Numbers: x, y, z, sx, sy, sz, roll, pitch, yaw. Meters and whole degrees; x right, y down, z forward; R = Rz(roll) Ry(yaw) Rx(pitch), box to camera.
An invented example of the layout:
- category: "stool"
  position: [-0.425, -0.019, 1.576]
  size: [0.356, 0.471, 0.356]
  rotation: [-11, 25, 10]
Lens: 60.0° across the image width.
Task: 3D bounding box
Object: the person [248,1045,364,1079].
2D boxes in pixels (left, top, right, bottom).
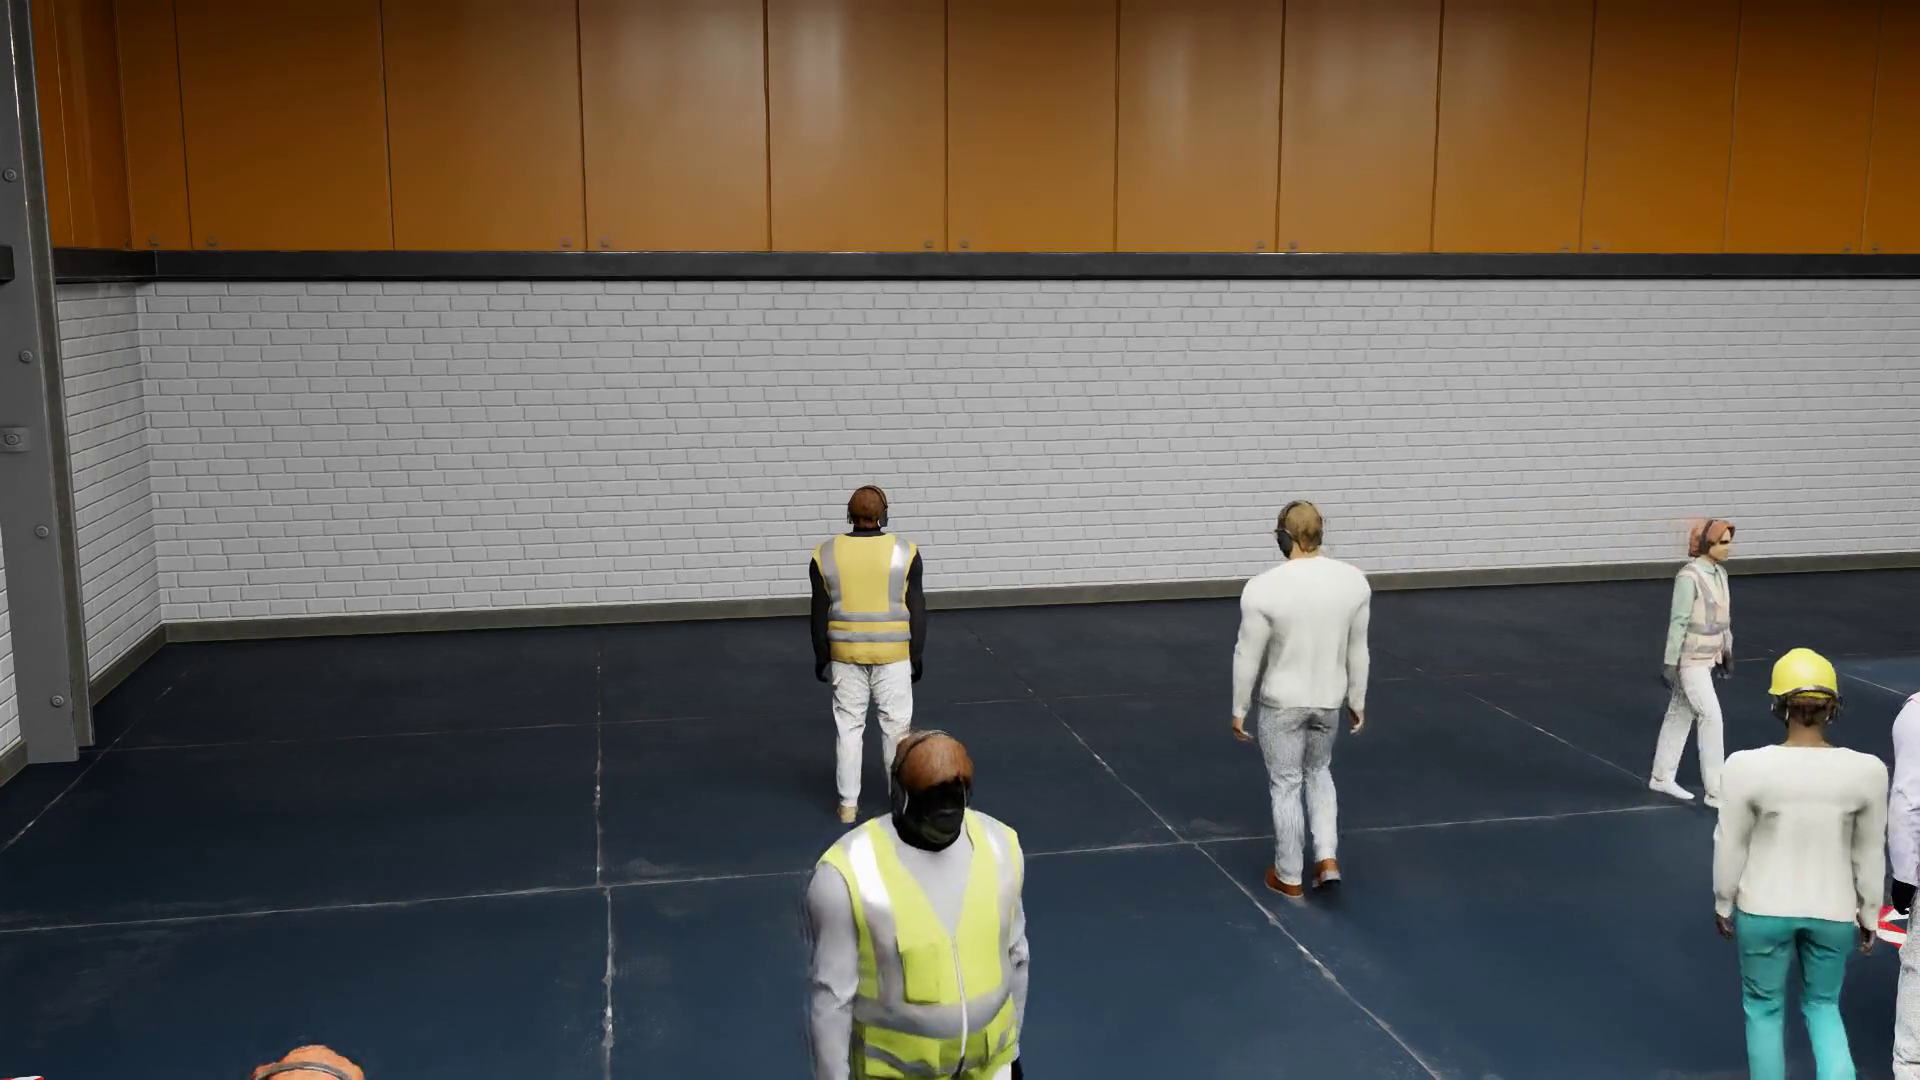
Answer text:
- category: "person"
  position: [-1.003, 1.657, 2.655]
  size: [0.579, 1.857, 0.828]
  rotation: [-1, 9, -5]

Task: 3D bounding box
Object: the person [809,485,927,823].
- category: "person"
  position: [-0.489, 0.621, 9.000]
  size: [0.622, 1.845, 0.430]
  rotation: [1, 9, 4]

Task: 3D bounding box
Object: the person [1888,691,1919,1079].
- category: "person"
  position: [3.526, 1.158, 5.724]
  size: [0.625, 1.844, 0.429]
  rotation: [1, 9, 6]

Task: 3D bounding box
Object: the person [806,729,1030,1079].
- category: "person"
  position: [-0.128, 1.367, 4.520]
  size: [0.636, 1.820, 0.706]
  rotation: [-4, 10, -25]

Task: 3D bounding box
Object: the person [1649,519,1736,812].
- category: "person"
  position: [4.186, 0.694, 9.209]
  size: [0.711, 1.609, 0.549]
  rotation: [9, 13, 42]

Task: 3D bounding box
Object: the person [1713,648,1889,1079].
- category: "person"
  position: [2.790, 1.241, 5.519]
  size: [0.530, 1.748, 0.517]
  rotation: [2, 9, 9]

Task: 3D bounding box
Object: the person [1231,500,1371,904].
- category: "person"
  position: [1.583, 0.768, 7.820]
  size: [0.660, 1.928, 0.420]
  rotation: [-2, 10, -15]
